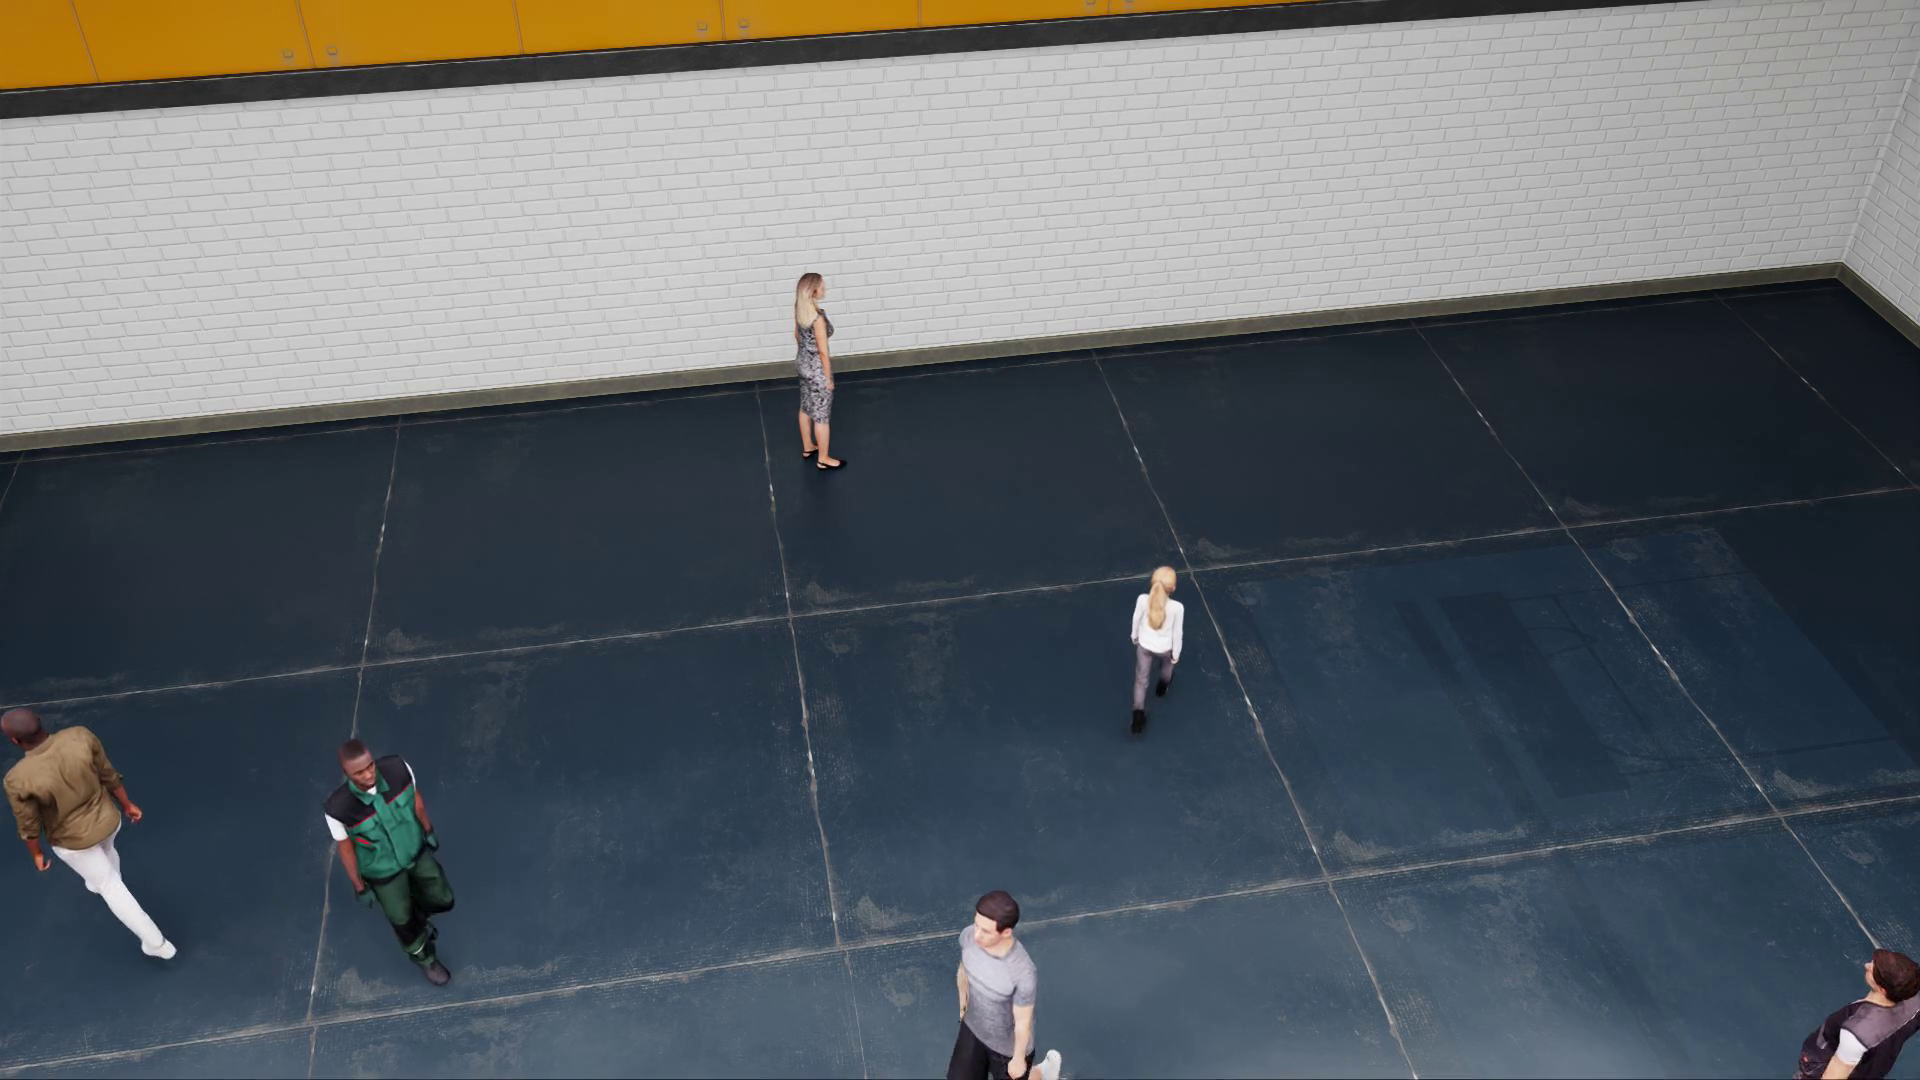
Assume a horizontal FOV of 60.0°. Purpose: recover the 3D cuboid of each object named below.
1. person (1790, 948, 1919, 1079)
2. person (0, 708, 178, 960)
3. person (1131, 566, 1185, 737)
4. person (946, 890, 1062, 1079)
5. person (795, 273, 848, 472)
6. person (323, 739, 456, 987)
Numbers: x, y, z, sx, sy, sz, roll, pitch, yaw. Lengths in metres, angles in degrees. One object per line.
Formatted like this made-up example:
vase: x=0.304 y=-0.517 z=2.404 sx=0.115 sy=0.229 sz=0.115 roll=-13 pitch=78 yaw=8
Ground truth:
person: x=4.293 y=2.637 z=7.964 sx=0.855 sy=1.834 sz=1.035 roll=-21 pitch=43 yaw=-24
person: x=-4.802 y=1.658 z=9.234 sx=1.243 sy=1.780 sz=1.227 roll=20 pitch=43 yaw=23
person: x=1.251 y=0.729 z=10.826 sx=0.776 sy=1.246 sz=0.958 roll=13 pitch=40 yaw=16
person: x=0.255 y=2.388 z=8.267 sx=1.056 sy=1.847 sz=1.062 roll=32 pitch=48 yaw=33
person: x=-1.151 y=-1.321 z=13.027 sx=0.695 sy=1.702 sz=0.565 roll=-22 pitch=44 yaw=-25
person: x=-3.151 y=1.711 z=9.127 sx=0.960 sy=1.832 sz=0.901 roll=27 pitch=46 yaw=30
